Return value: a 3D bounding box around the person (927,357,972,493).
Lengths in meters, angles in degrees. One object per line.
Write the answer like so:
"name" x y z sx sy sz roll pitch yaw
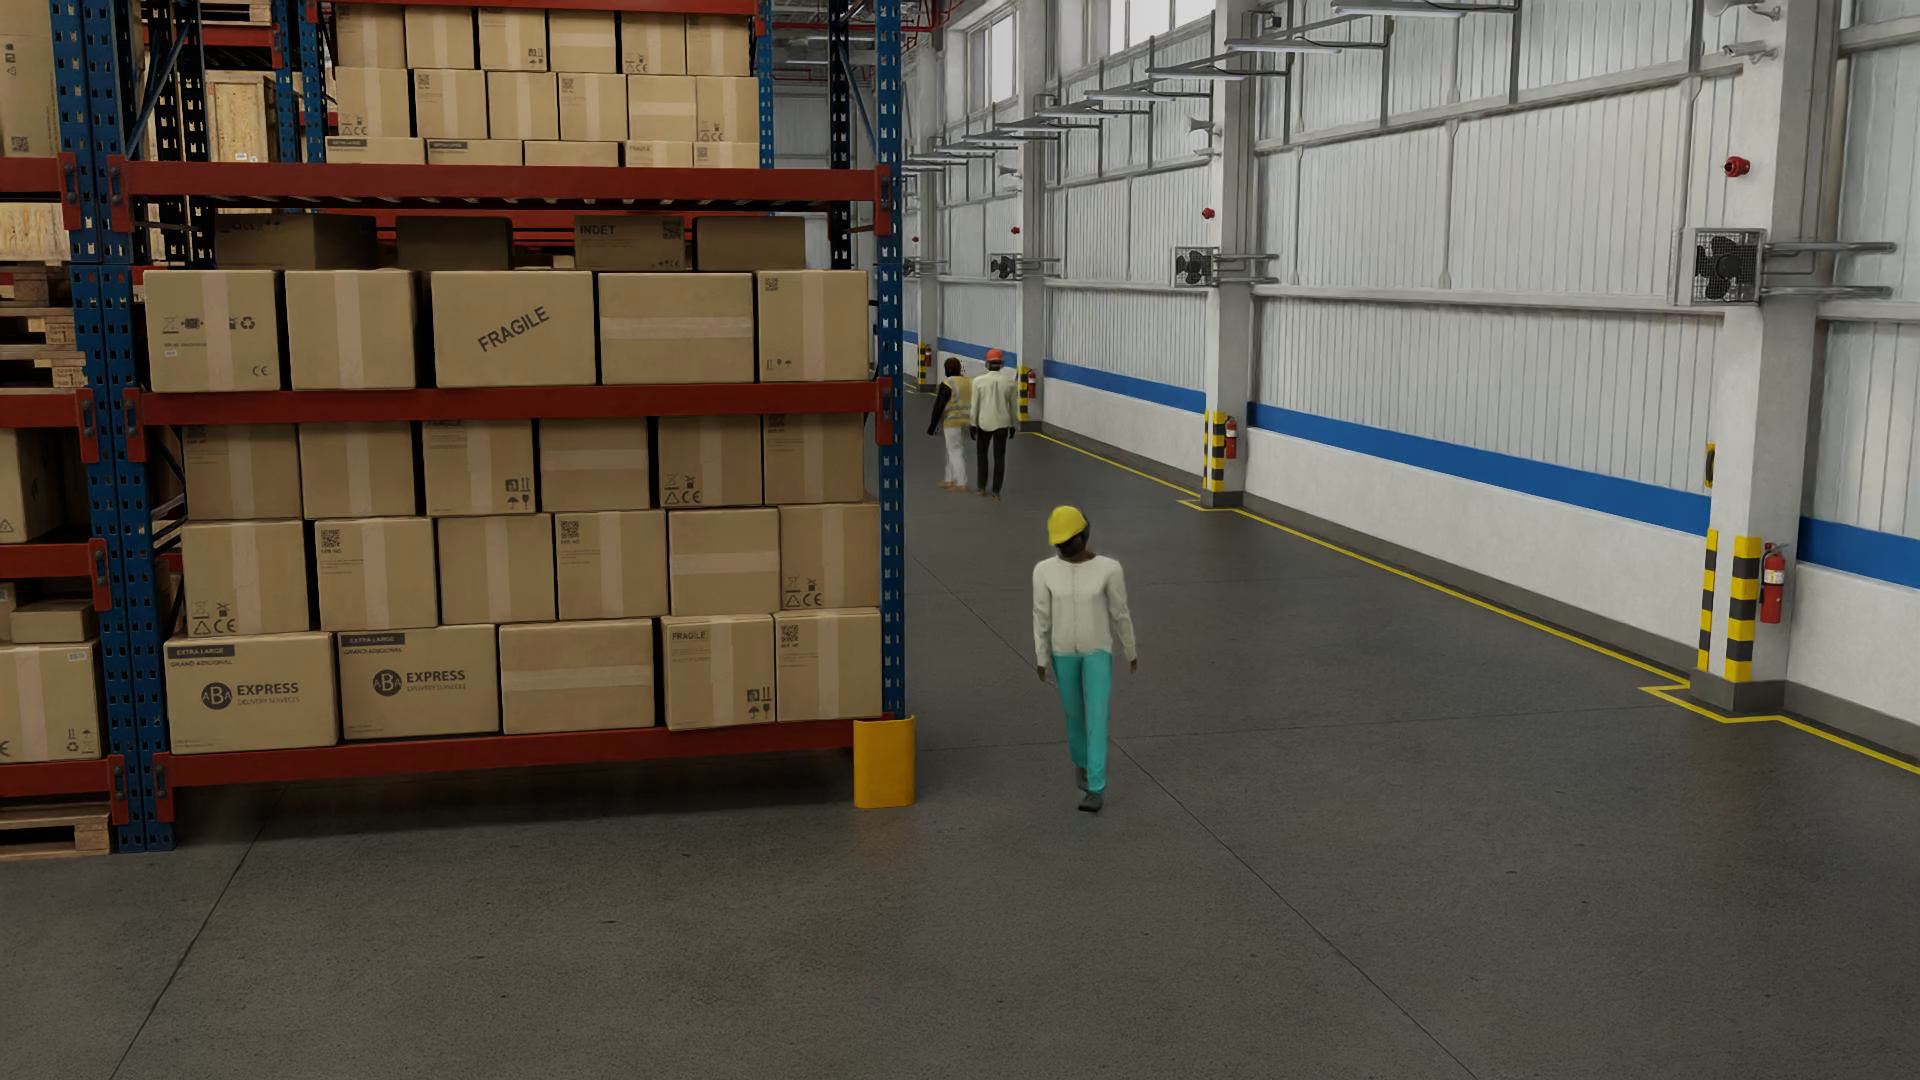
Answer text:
"person" -0.153 -1.559 22.530 0.761 1.811 0.648 6 11 35

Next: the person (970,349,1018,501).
"person" 0.430 -1.528 21.886 0.653 1.959 0.857 -1 9 -8

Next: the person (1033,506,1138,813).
"person" 0.700 0.654 9.394 0.594 1.699 0.838 2 9 11
